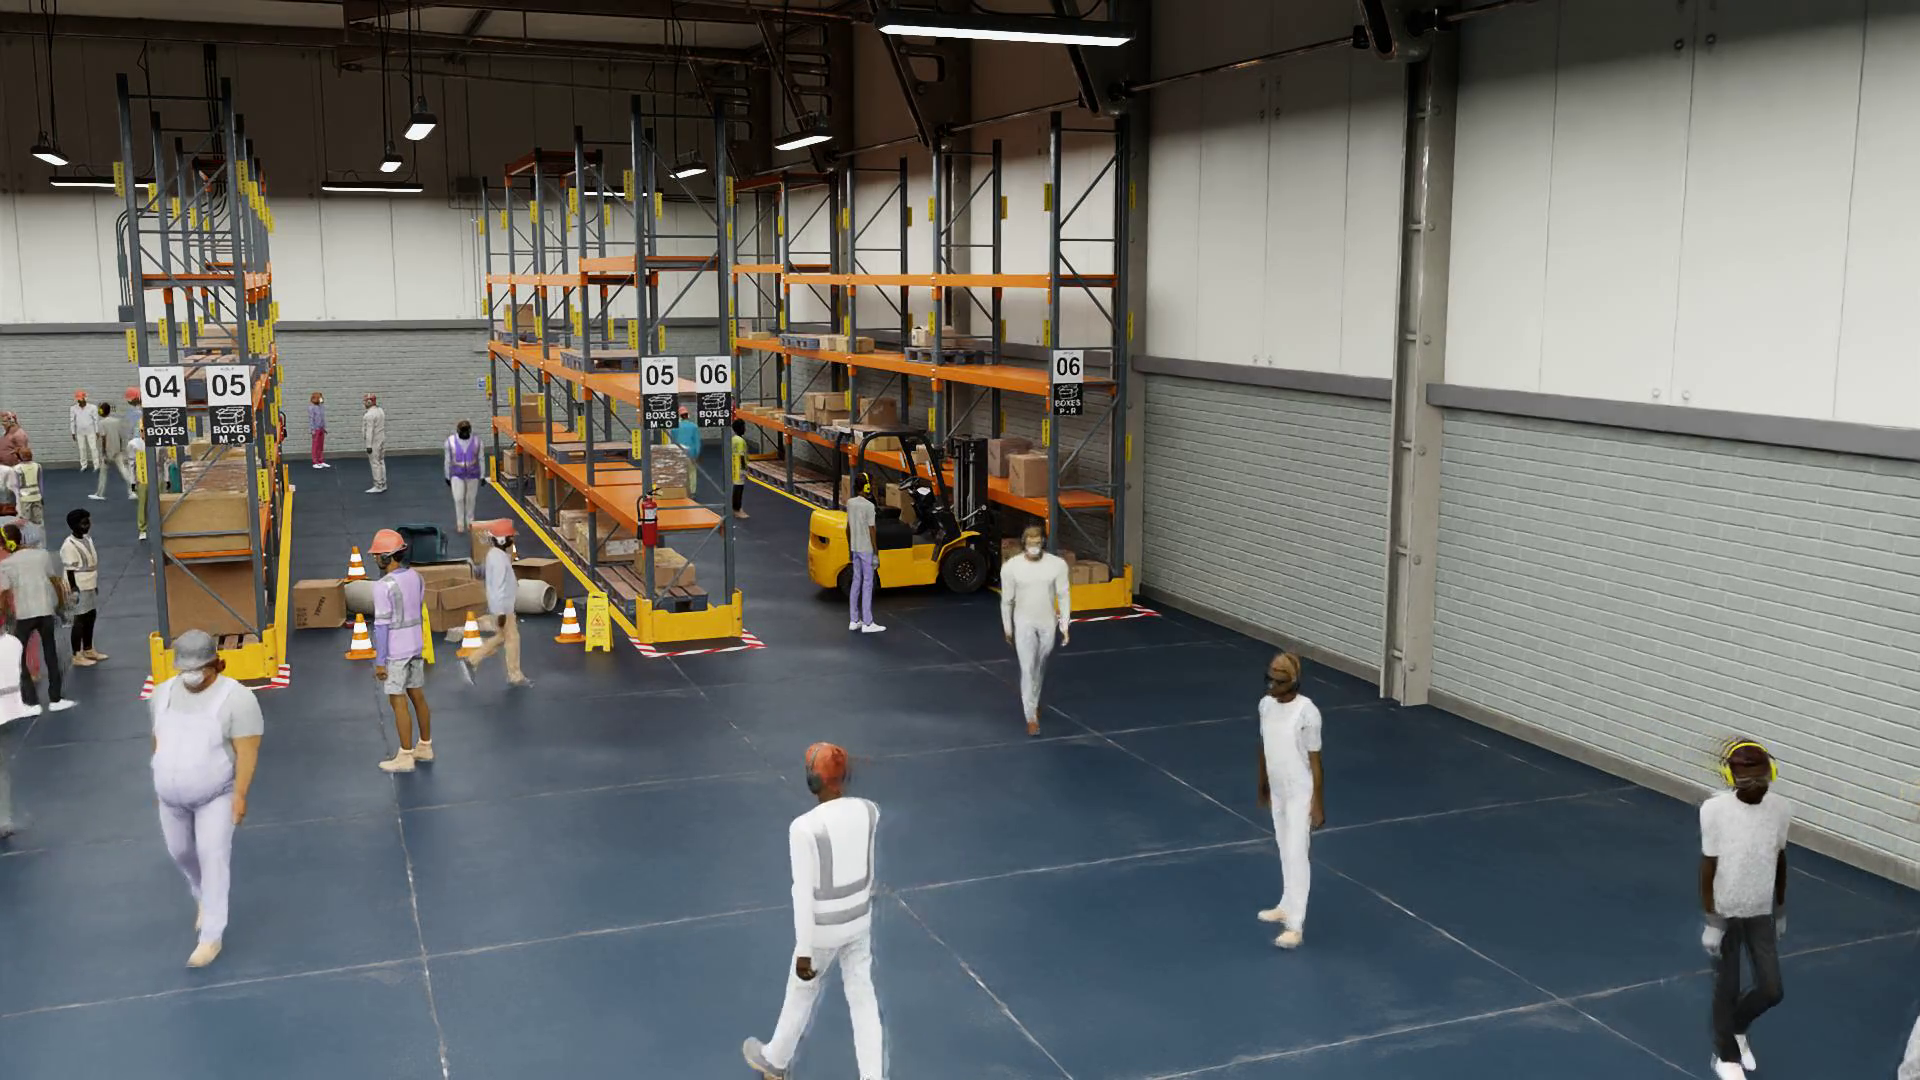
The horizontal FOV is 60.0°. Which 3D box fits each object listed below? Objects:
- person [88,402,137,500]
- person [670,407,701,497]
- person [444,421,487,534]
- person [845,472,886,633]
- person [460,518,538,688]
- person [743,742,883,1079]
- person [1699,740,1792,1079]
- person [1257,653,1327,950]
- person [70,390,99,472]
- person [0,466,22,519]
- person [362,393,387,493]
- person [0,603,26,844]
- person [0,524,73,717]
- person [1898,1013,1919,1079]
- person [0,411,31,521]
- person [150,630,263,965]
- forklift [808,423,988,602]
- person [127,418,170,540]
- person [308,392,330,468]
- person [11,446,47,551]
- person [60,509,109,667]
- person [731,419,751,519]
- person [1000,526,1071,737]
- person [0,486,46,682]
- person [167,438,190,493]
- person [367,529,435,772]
[{"bbox_3d":[-15.586,-1.620,30.582,0.916,1.822,0.570,3,9,18],"label":"person"},{"bbox_3d":[-5.078,-1.609,30.832,0.587,1.701,0.880,0,9,0],"label":"person"},{"bbox_3d":[-7.891,-0.992,26.583,0.646,1.806,0.884,-3,10,-20],"label":"person"},{"bbox_3d":[-1.110,0.138,19.316,0.315,1.869,0.534,-8,12,-41],"label":"person"},{"bbox_3d":[-4.620,0.638,16.585,0.659,1.734,0.573,-4,10,-22],"label":"person"},{"bbox_3d":[-0.702,1.897,8.303,0.947,1.839,0.610,9,12,43],"label":"person"},{"bbox_3d":[3.950,1.892,8.381,0.521,1.842,0.411,-1,9,-4],"label":"person"},{"bbox_3d":[2.023,1.596,10.311,0.548,1.824,0.620,-5,10,-29],"label":"person"},{"bbox_3d":[-18.409,-2.286,34.986,0.573,1.739,0.350,-1,9,-8],"label":"person"},{"bbox_3d":[-12.732,-0.324,21.898,0.612,1.995,1.057,-8,12,-40],"label":"person"},{"bbox_3d":[-11.207,-1.852,31.769,0.401,1.899,0.636,0,9,2],"label":"person"},{"bbox_3d":[-6.999,1.326,12.038,0.417,1.813,0.618,1,9,9],"label":"person"},{"bbox_3d":[-8.726,0.744,15.651,0.343,1.832,0.670,8,12,41],"label":"person"},{"bbox_3d":[5.026,2.016,8.023,0.868,1.698,0.500,3,9,16],"label":"person"},{"bbox_3d":[-15.622,-1.172,27.458,0.641,1.905,0.410,8,12,41],"label":"person"},{"bbox_3d":[-4.677,1.501,10.197,0.725,2.000,0.881,1,9,4],"label":"person"},{"bbox_3d":[-0.830,-0.399,21.676,2.313,2.155,1.214,-4,10,-21],"label":"forklift"},{"bbox_3d":[-12.709,-0.969,26.104,0.589,1.927,0.388,-7,11,-36],"label":"person"},{"bbox_3d":[-13.809,-2.366,35.805,0.280,1.636,0.502,2,9,12],"label":"person"},{"bbox_3d":[-13.717,-0.568,24.482,0.309,1.639,0.523,3,10,21],"label":"person"},{"bbox_3d":[-9.301,0.503,17.601,0.319,1.686,0.539,-1,9,-5],"label":"person"},{"bbox_3d":[-3.774,-1.205,28.379,0.320,1.677,0.670,-4,10,-25],"label":"person"},{"bbox_3d":[0.683,0.783,15.267,0.629,1.882,1.072,-1,9,-8],"label":"person"},{"bbox_3d":[-9.623,0.448,16.828,0.685,2.000,0.535,-6,11,-33],"label":"person"},{"bbox_3d":[-13.497,-1.298,28.680,0.532,1.768,0.311,4,10,26],"label":"person"},{"bbox_3d":[-4.710,0.919,13.909,0.419,2.034,0.604,2,9,13],"label":"person"}]
